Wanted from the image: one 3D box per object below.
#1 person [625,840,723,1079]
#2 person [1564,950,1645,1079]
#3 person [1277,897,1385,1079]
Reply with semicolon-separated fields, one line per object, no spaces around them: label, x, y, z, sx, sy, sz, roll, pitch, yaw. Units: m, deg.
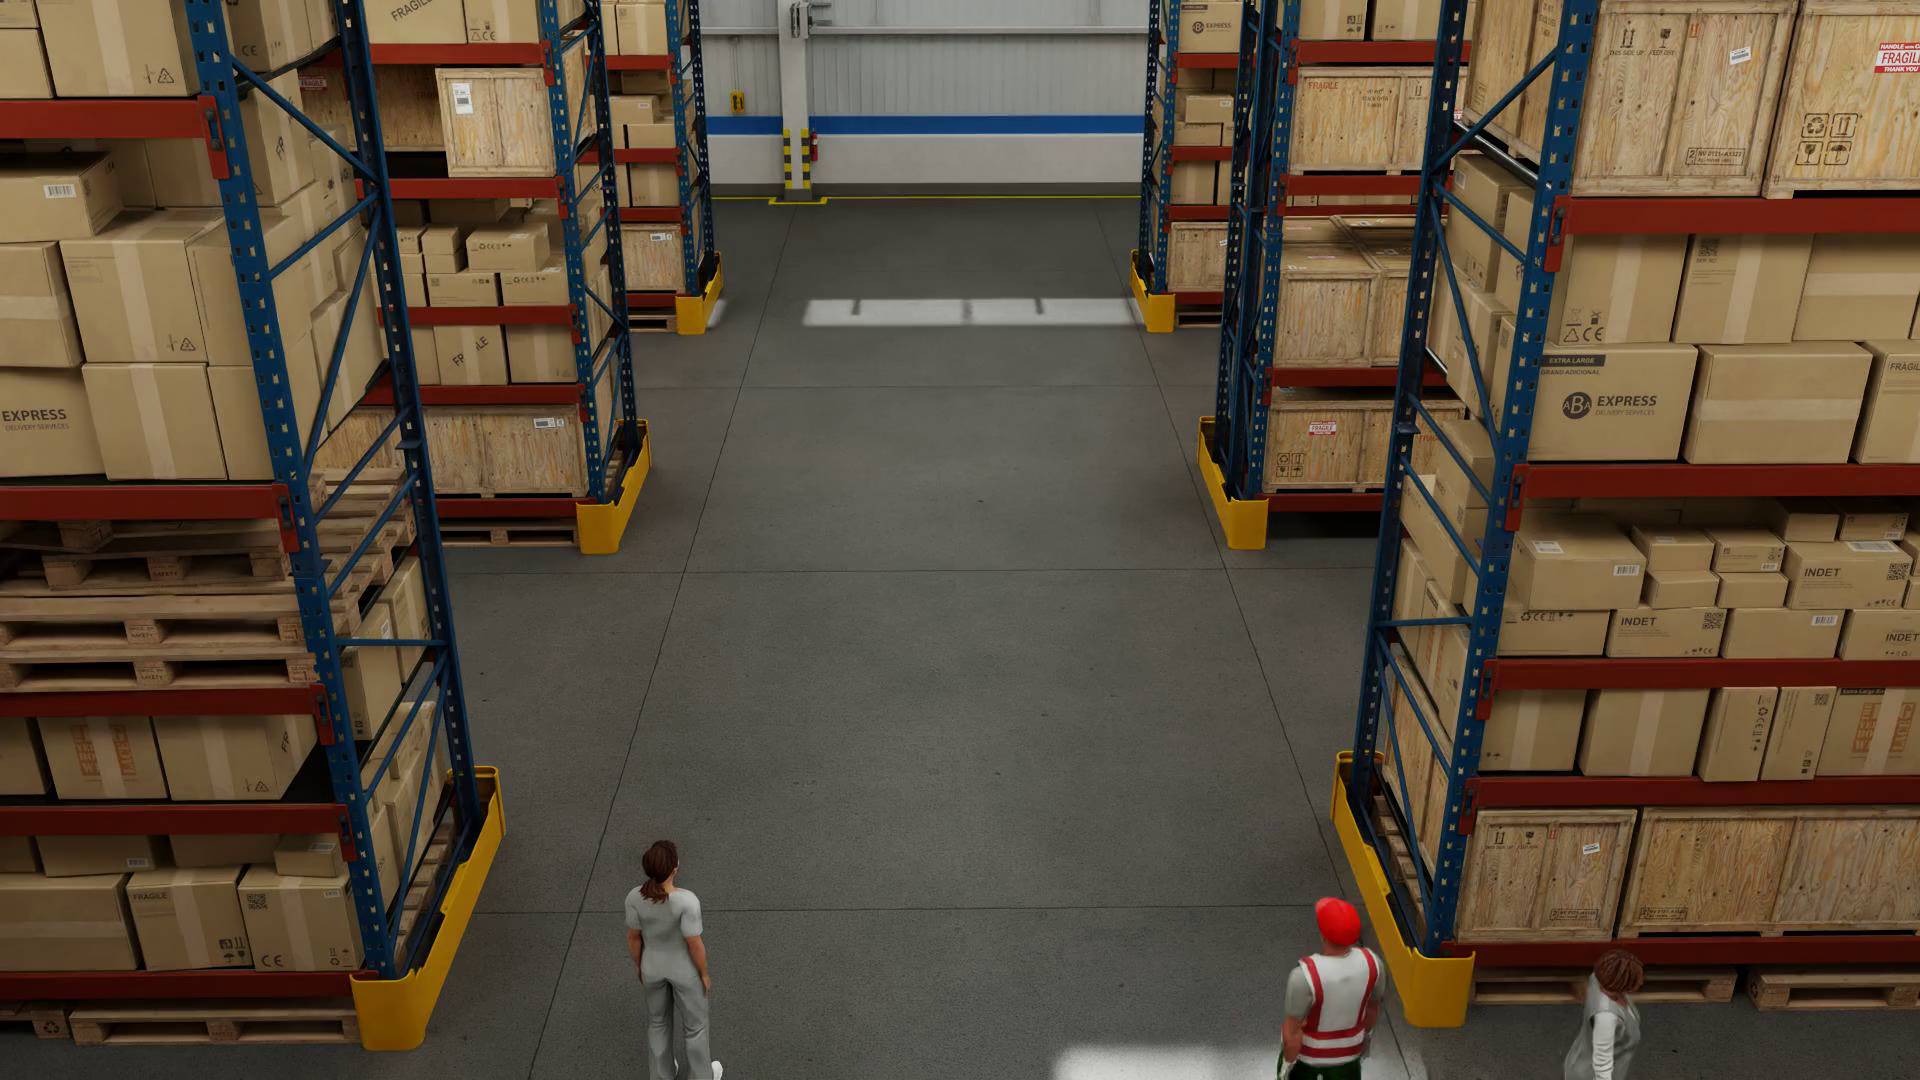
person;-1.554;2.326;9.010;0.434;1.671;0.381;5;25;10
person;3.245;2.700;8.275;0.611;1.596;0.436;10;27;20
person;1.855;2.567;8.369;0.545;1.777;0.837;-4;25;-9
